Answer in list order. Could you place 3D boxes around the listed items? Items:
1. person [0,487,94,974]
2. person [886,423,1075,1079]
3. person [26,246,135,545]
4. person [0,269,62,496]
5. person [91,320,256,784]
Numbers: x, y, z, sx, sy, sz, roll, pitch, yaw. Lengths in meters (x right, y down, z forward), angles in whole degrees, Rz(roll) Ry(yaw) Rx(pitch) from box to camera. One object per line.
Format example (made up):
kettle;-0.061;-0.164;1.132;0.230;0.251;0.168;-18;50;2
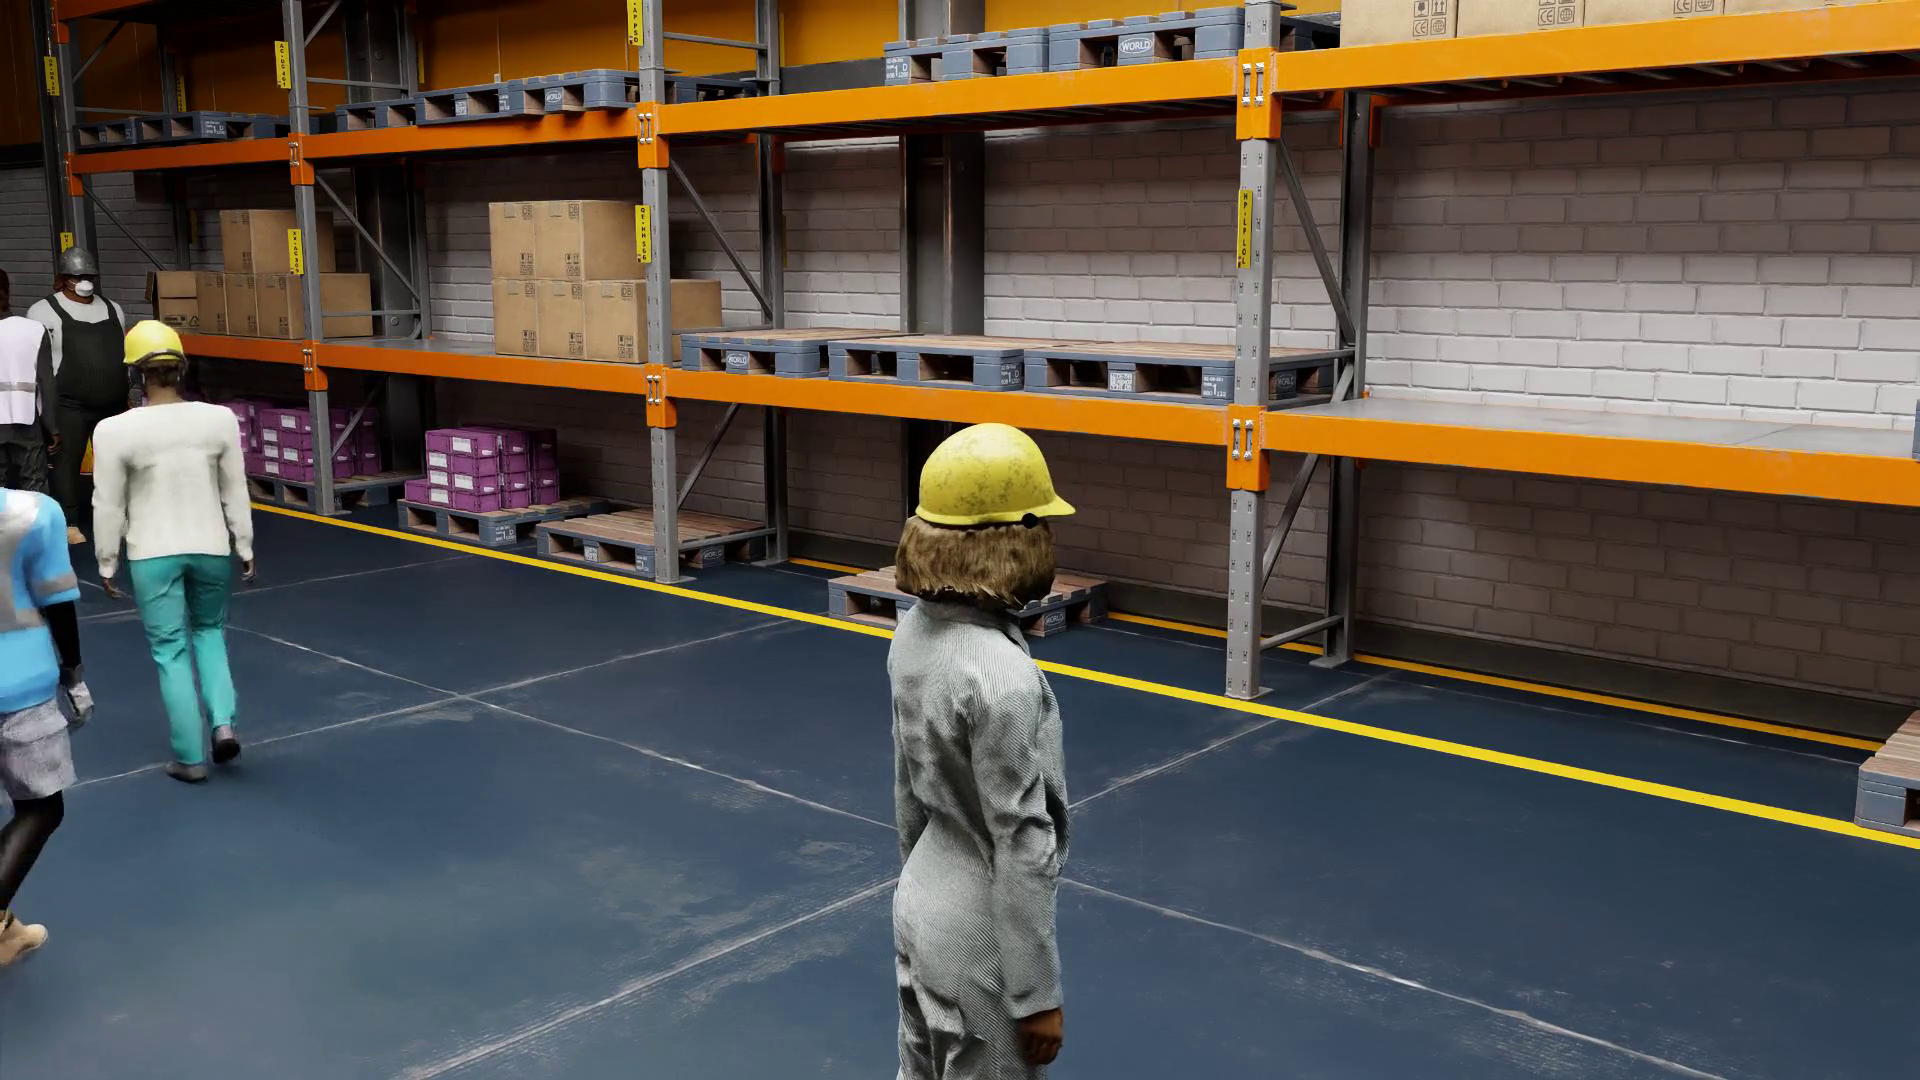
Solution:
person;-2.637;0.420;4.406;0.532;1.676;0.644;0;10;-3
person;0.041;0.673;2.795;0.294;1.744;0.486;-4;11;-23
person;-5.996;-1.000;11.476;0.535;2.000;0.686;6;12;33
person;-5.704;-0.667;9.944;0.587;1.914;0.391;-5;11;-24
person;-2.970;0.051;6.288;0.553;1.750;0.372;-10;14;-44
